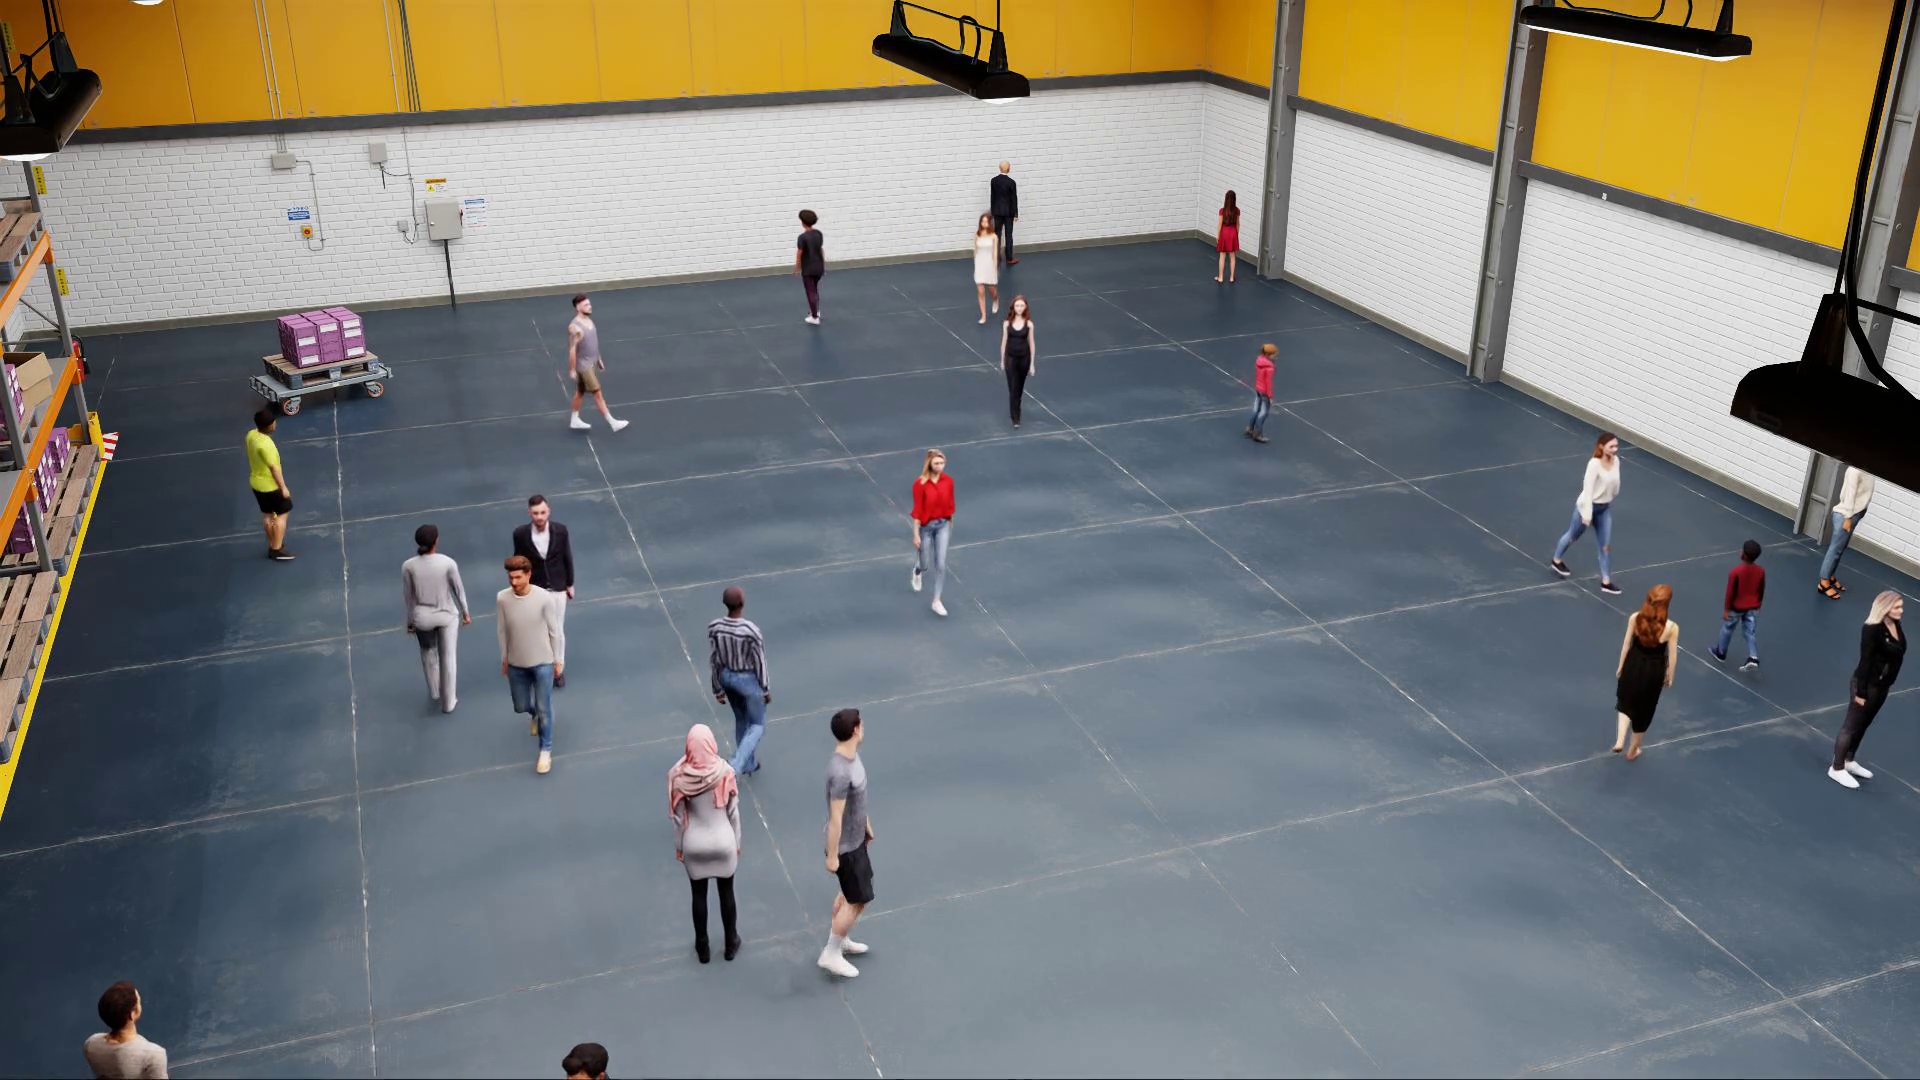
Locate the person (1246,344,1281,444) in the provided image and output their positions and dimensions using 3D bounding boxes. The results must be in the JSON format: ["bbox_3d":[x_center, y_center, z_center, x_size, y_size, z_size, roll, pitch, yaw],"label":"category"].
[{"bbox_3d":[3.790,-1.871,20.896,0.769,1.295,0.474,-9,25,-19],"label":"person"}]

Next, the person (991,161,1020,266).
[{"bbox_3d":[0.769,-5.738,29.111,0.754,1.800,0.824,12,26,25],"label":"person"}]

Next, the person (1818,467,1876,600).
[{"bbox_3d":[8.924,-0.252,16.712,0.708,1.680,0.702,18,29,36],"label":"person"}]

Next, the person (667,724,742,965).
[{"bbox_3d":[-1.701,2.059,11.273,0.665,1.802,0.637,-3,24,-7],"label":"person"}]

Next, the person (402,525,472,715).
[{"bbox_3d":[-4.570,0.720,14.435,0.757,1.722,0.770,-2,24,-5],"label":"person"}]

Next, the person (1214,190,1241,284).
[{"bbox_3d":[4.520,-5.123,28.013,0.606,1.554,0.668,-2,24,-5],"label":"person"}]

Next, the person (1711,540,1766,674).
[{"bbox_3d":[7.207,0.634,15.245,0.659,1.232,0.871,-3,24,-7],"label":"person"}]

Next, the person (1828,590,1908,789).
[{"bbox_3d":[7.337,1.177,13.435,0.676,1.686,0.637,-18,29,-35],"label":"person"}]

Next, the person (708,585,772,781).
[{"bbox_3d":[-1.763,1.229,13.207,0.985,1.773,1.057,9,25,20],"label":"person"}]

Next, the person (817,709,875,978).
[{"bbox_3d":[-0.820,2.052,11.247,0.946,1.835,0.770,7,25,16],"label":"person"}]

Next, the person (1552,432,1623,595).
[{"bbox_3d":[6.369,-0.311,16.896,0.698,1.641,1.111,-11,26,-24],"label":"person"}]

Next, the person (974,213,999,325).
[{"bbox_3d":[0.412,-4.231,25.793,0.845,1.697,0.949,7,25,16],"label":"person"}]

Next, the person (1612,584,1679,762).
[{"bbox_3d":[5.584,1.128,13.644,0.768,1.609,0.819,15,28,31],"label":"person"}]

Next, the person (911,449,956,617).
[{"bbox_3d":[-0.299,-0.115,16.380,0.655,1.695,0.881,-10,26,-22],"label":"person"}]

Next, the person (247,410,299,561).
[{"bbox_3d":[-7.309,-0.607,17.538,0.696,1.669,0.819,11,26,23],"label":"person"}]

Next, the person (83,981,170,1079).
[{"bbox_3d":[-4.316,3.163,8.686,0.801,1.851,0.858,2,24,5],"label":"person"}]

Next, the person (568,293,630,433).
[{"bbox_3d":[-4.812,-2.220,21.025,1.118,1.806,1.142,6,24,13],"label":"person"}]

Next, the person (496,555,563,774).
[{"bbox_3d":[-3.504,0.958,13.688,0.835,1.884,1.025,0,24,-1],"label":"person"}]

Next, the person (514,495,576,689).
[{"bbox_3d":[-3.731,0.407,15.012,0.695,1.833,0.840,-7,24,-15],"label":"person"}]

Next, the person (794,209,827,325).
[{"bbox_3d":[-2.233,-4.187,25.604,0.797,1.768,0.775,20,31,38],"label":"person"}]

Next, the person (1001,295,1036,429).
[{"bbox_3d":[0.748,-2.334,21.456,0.824,1.694,1.209,-1,24,-2],"label":"person"}]
